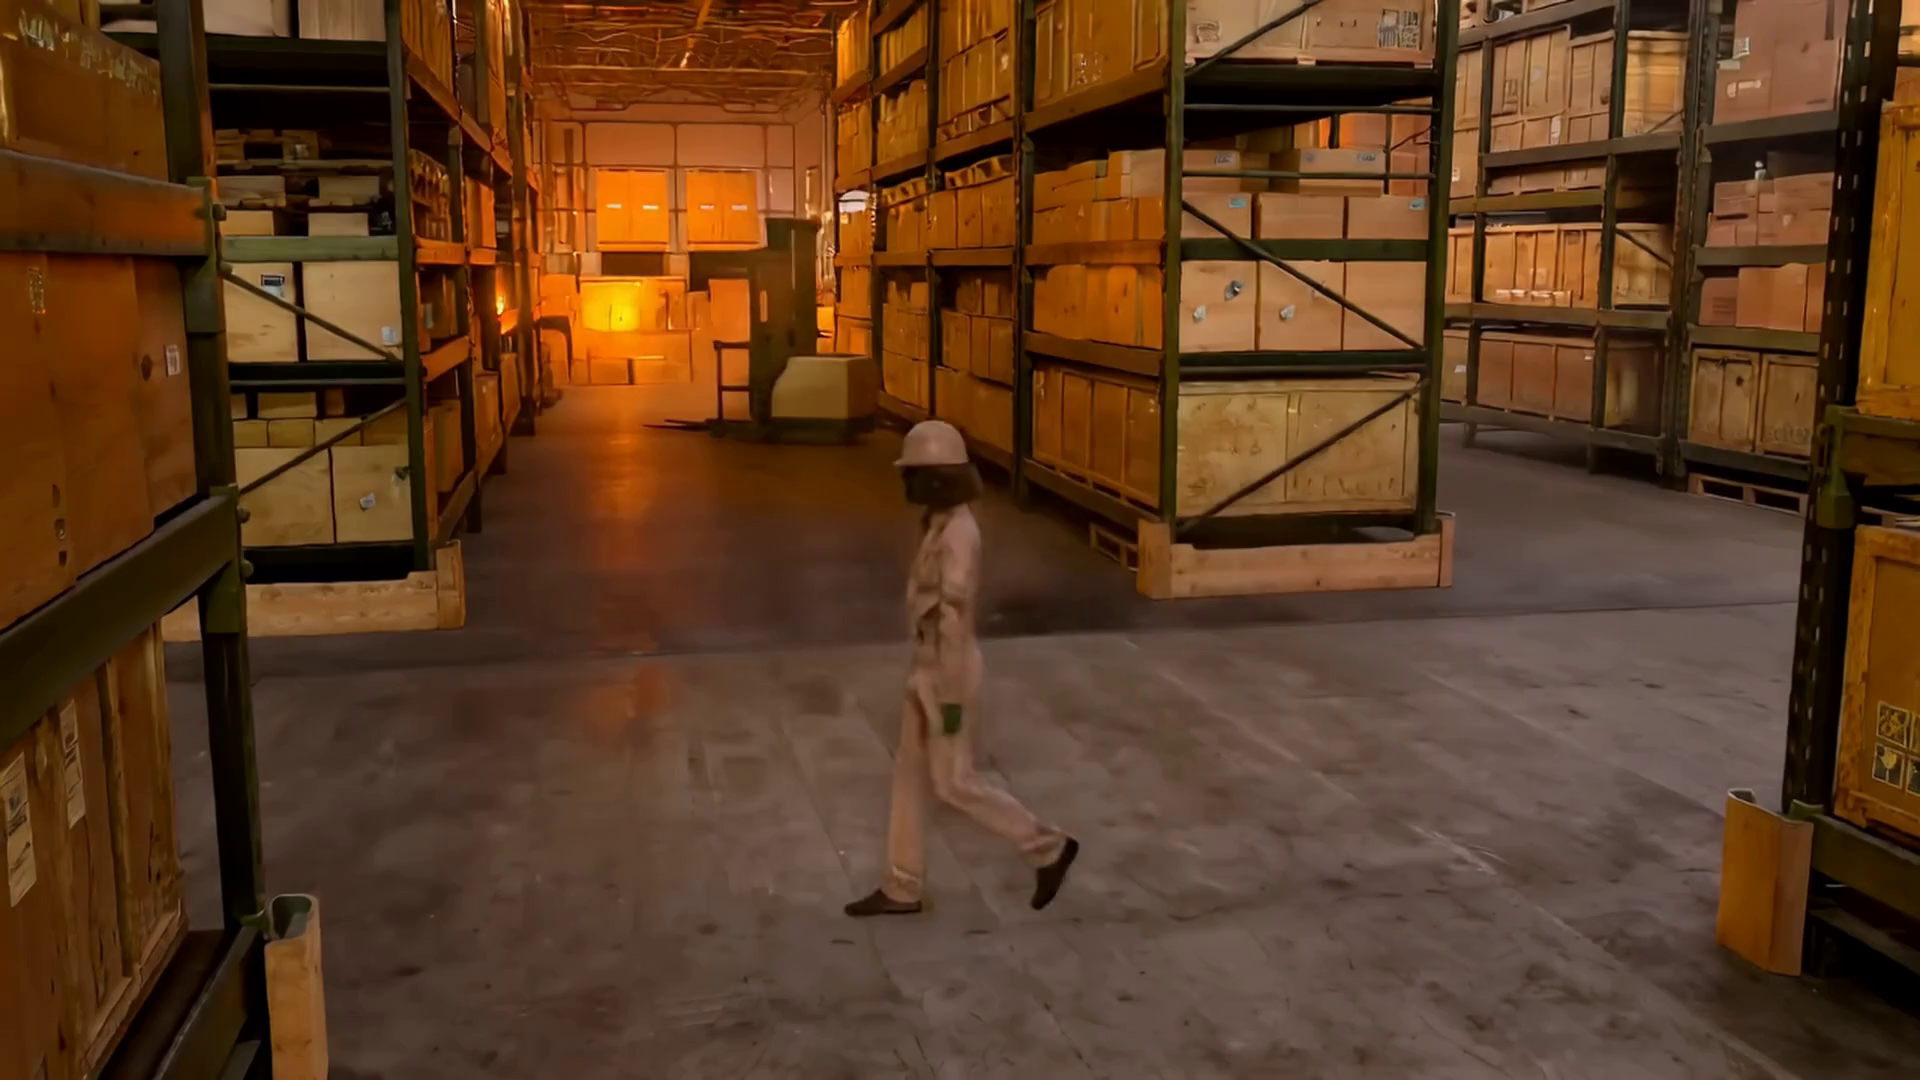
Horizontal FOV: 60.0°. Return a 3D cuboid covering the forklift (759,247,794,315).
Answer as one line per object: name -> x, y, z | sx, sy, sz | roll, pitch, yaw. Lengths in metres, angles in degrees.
forklift -> -5.544, -7.433, 50.130 | 1.129, 2.768, 1.873 | -3, 10, -18

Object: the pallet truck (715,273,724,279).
pallet truck -> -8.580, -8.986, 62.280 | 1.885, 1.965, 0.823 | 1, 9, 5

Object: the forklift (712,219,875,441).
forklift -> -2.139, -2.736, 21.503 | 1.873, 2.768, 1.129 | 3, 10, 18

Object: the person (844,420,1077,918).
person -> 0.003, 0.449, 5.615 | 0.732, 1.716, 0.493 | -2, 10, -13
